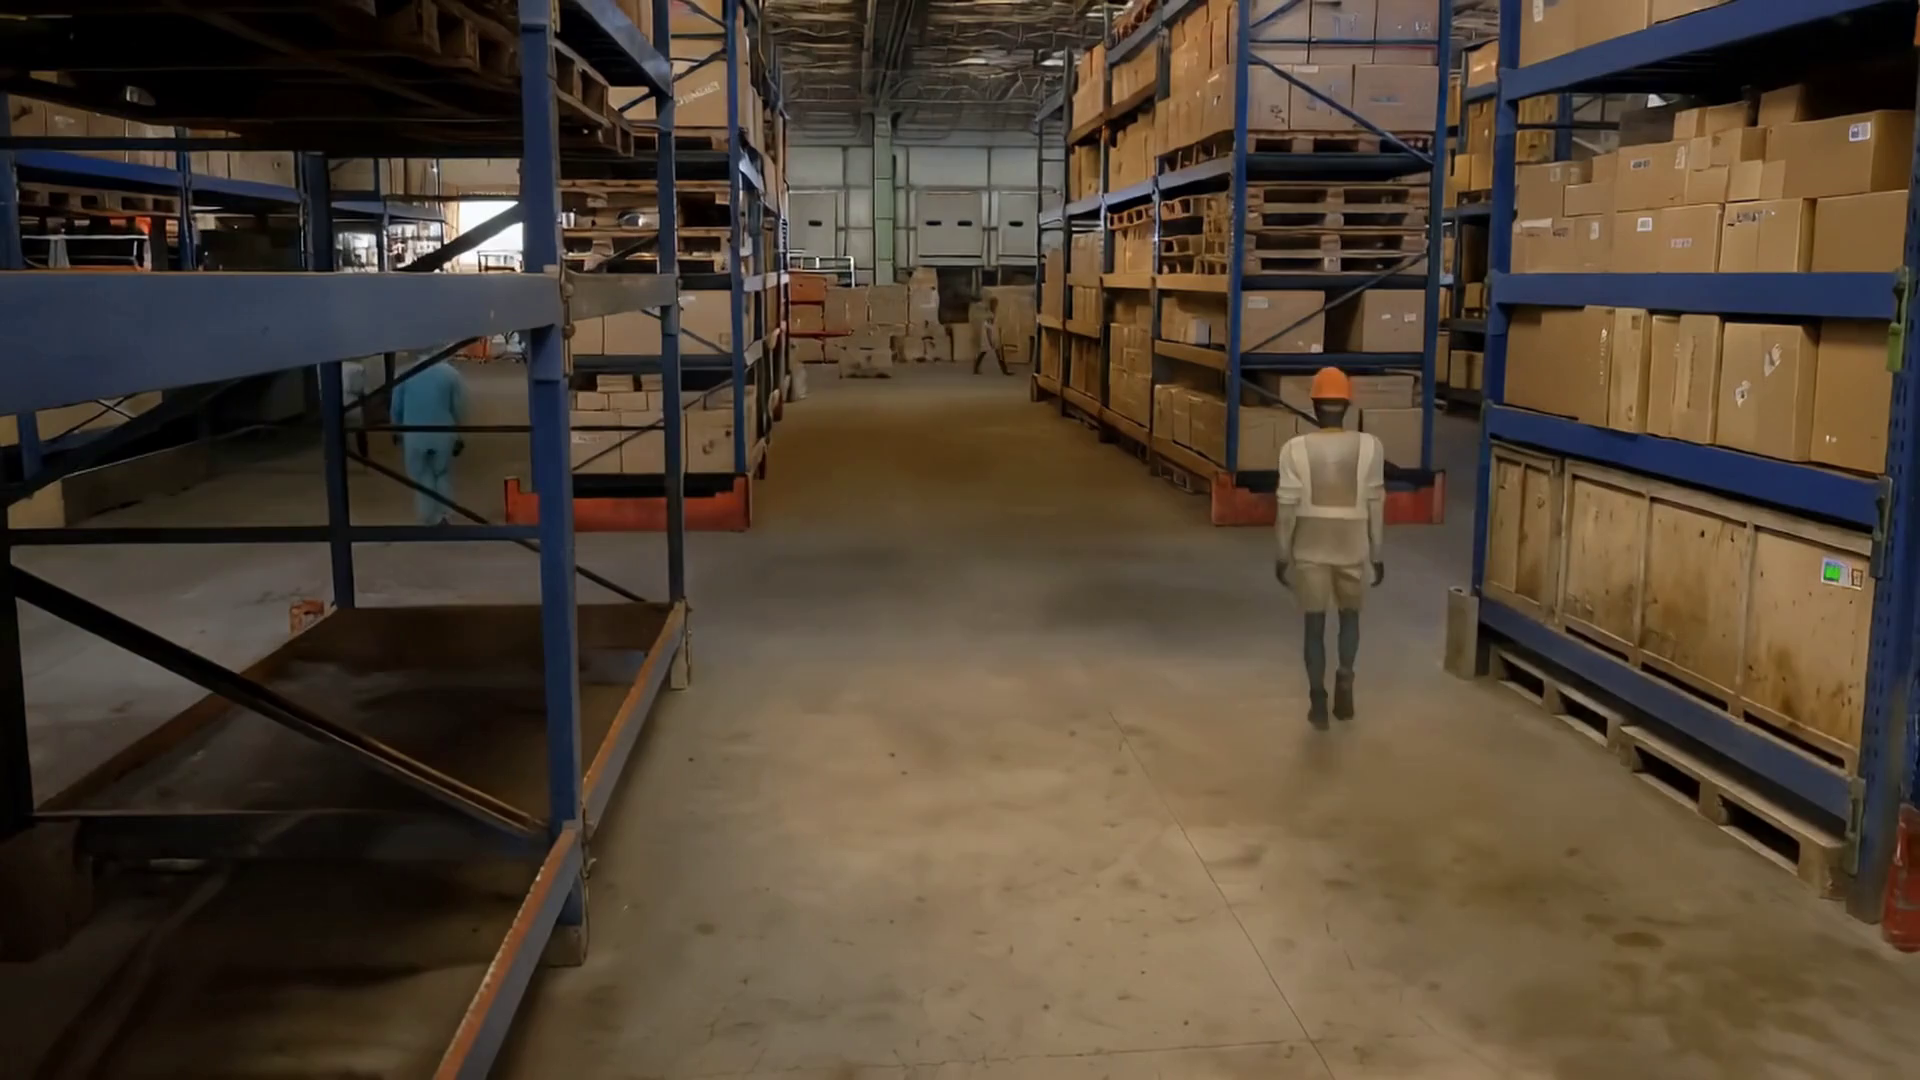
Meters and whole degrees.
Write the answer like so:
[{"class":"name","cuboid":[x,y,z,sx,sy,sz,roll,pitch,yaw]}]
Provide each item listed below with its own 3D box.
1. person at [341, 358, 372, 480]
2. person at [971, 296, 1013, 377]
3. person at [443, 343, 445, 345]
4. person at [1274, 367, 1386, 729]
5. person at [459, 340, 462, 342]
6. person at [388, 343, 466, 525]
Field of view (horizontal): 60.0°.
[{"class":"person","cuboid":[-7.250,-1.553,19.723,0.540,1.637,0.904,-2,9,-10]},{"class":"person","cuboid":[0.728,-4.822,39.440,1.019,1.914,0.623,4,10,24]},{"class":"person","cuboid":[-11.995,-4.678,38.457,0.546,1.938,0.360,8,12,42]},{"class":"person","cuboid":[1.952,0.049,8.810,0.582,1.921,0.404,1,9,8]},{"class":"person","cuboid":[-17.906,-7.976,59.956,0.561,1.676,0.484,2,9,14]},{"class":"person","cuboid":[-4.863,-0.944,15.169,0.681,1.883,0.453,-4,10,-25]}]
